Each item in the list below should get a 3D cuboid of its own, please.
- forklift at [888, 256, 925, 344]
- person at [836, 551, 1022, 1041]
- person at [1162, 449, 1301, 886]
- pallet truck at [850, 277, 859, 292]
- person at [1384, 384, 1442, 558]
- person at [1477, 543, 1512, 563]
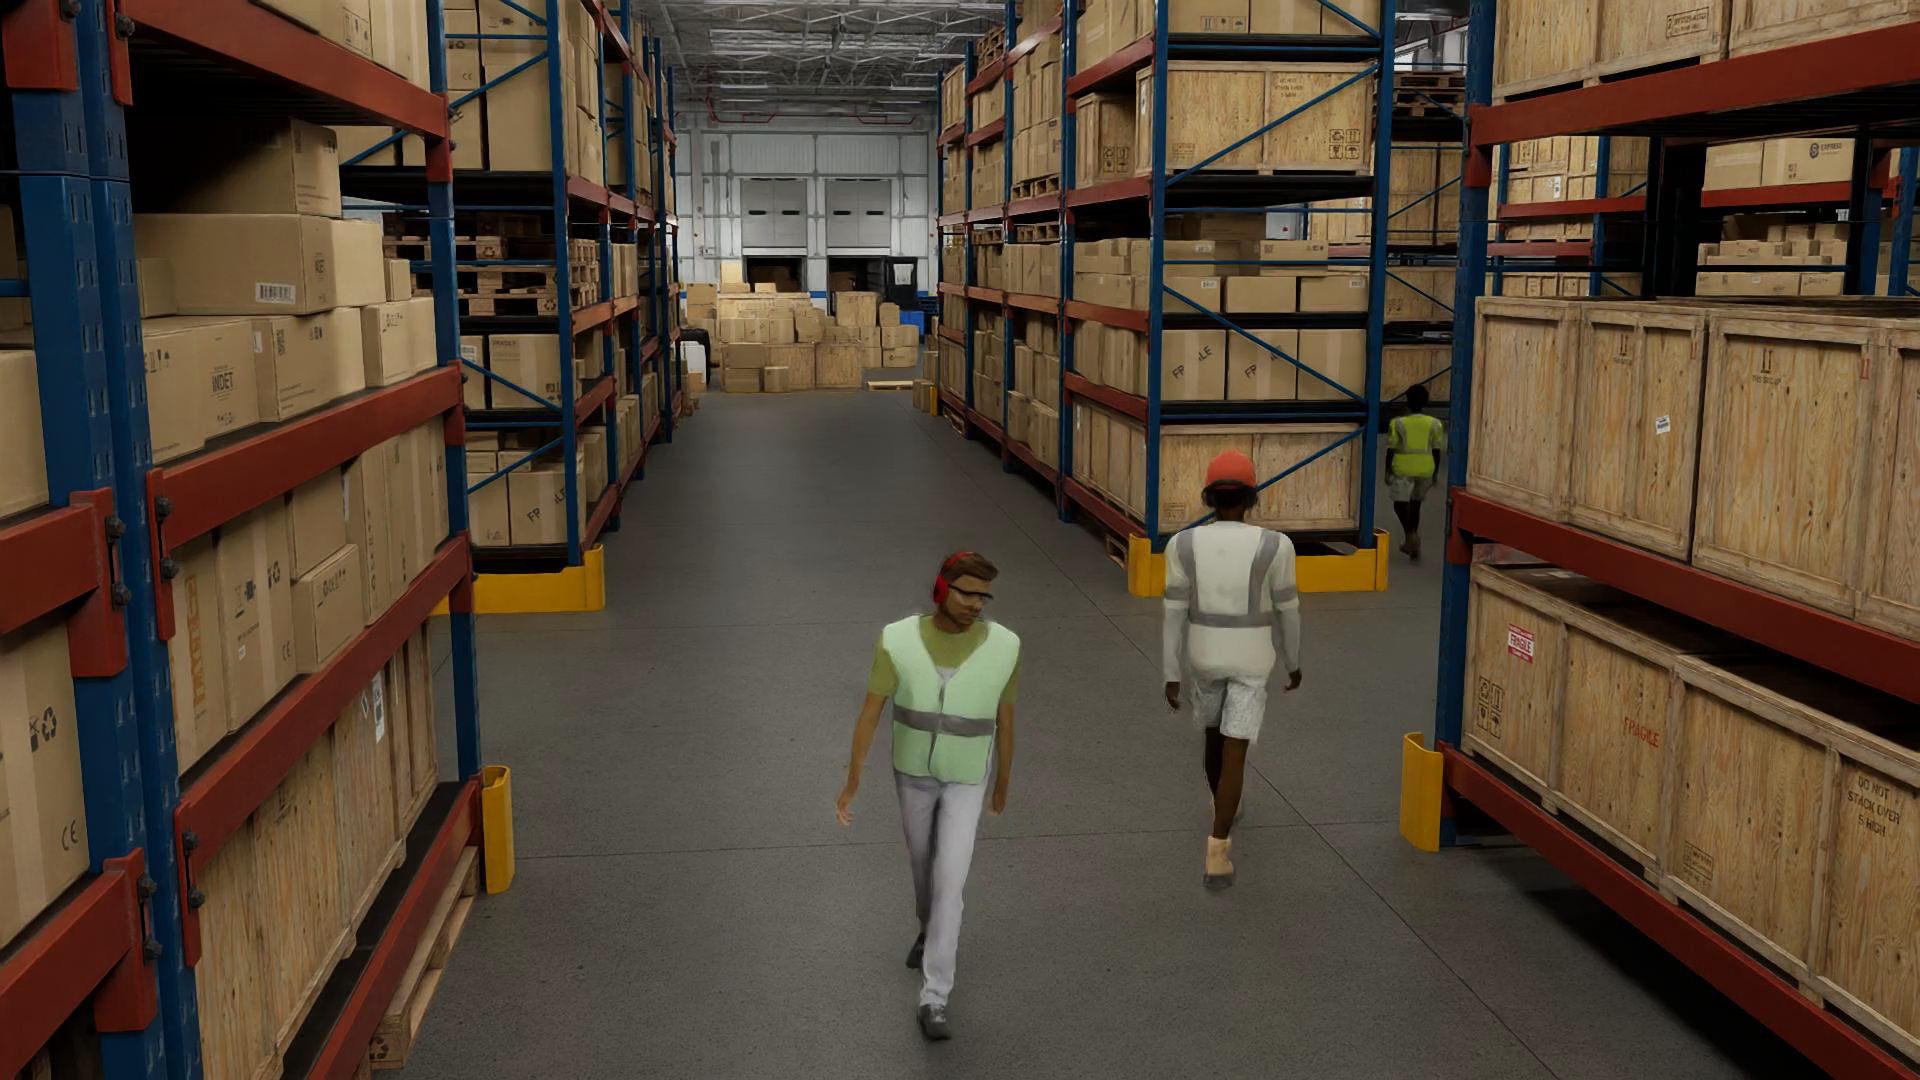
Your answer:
[{"bbox_3d":[-1.828,-7.711,53.455,1.129,2.768,1.873,-2,10,-13],"label":"forklift"},{"bbox_3d":[-0.094,0.915,6.431,0.664,1.788,0.976,1,10,7],"label":"person"},{"bbox_3d":[1.276,0.570,7.882,0.611,1.993,1.073,4,11,24],"label":"person"},{"bbox_3d":[-3.782,-9.391,65.808,1.885,1.965,0.823,2,10,10],"label":"pallet truck"},{"bbox_3d":[4.334,-0.648,15.840,0.538,1.672,0.696,-1,10,-3],"label":"person"},{"bbox_3d":[4.813,-0.551,14.638,0.640,1.890,0.652,8,12,37],"label":"person"}]
